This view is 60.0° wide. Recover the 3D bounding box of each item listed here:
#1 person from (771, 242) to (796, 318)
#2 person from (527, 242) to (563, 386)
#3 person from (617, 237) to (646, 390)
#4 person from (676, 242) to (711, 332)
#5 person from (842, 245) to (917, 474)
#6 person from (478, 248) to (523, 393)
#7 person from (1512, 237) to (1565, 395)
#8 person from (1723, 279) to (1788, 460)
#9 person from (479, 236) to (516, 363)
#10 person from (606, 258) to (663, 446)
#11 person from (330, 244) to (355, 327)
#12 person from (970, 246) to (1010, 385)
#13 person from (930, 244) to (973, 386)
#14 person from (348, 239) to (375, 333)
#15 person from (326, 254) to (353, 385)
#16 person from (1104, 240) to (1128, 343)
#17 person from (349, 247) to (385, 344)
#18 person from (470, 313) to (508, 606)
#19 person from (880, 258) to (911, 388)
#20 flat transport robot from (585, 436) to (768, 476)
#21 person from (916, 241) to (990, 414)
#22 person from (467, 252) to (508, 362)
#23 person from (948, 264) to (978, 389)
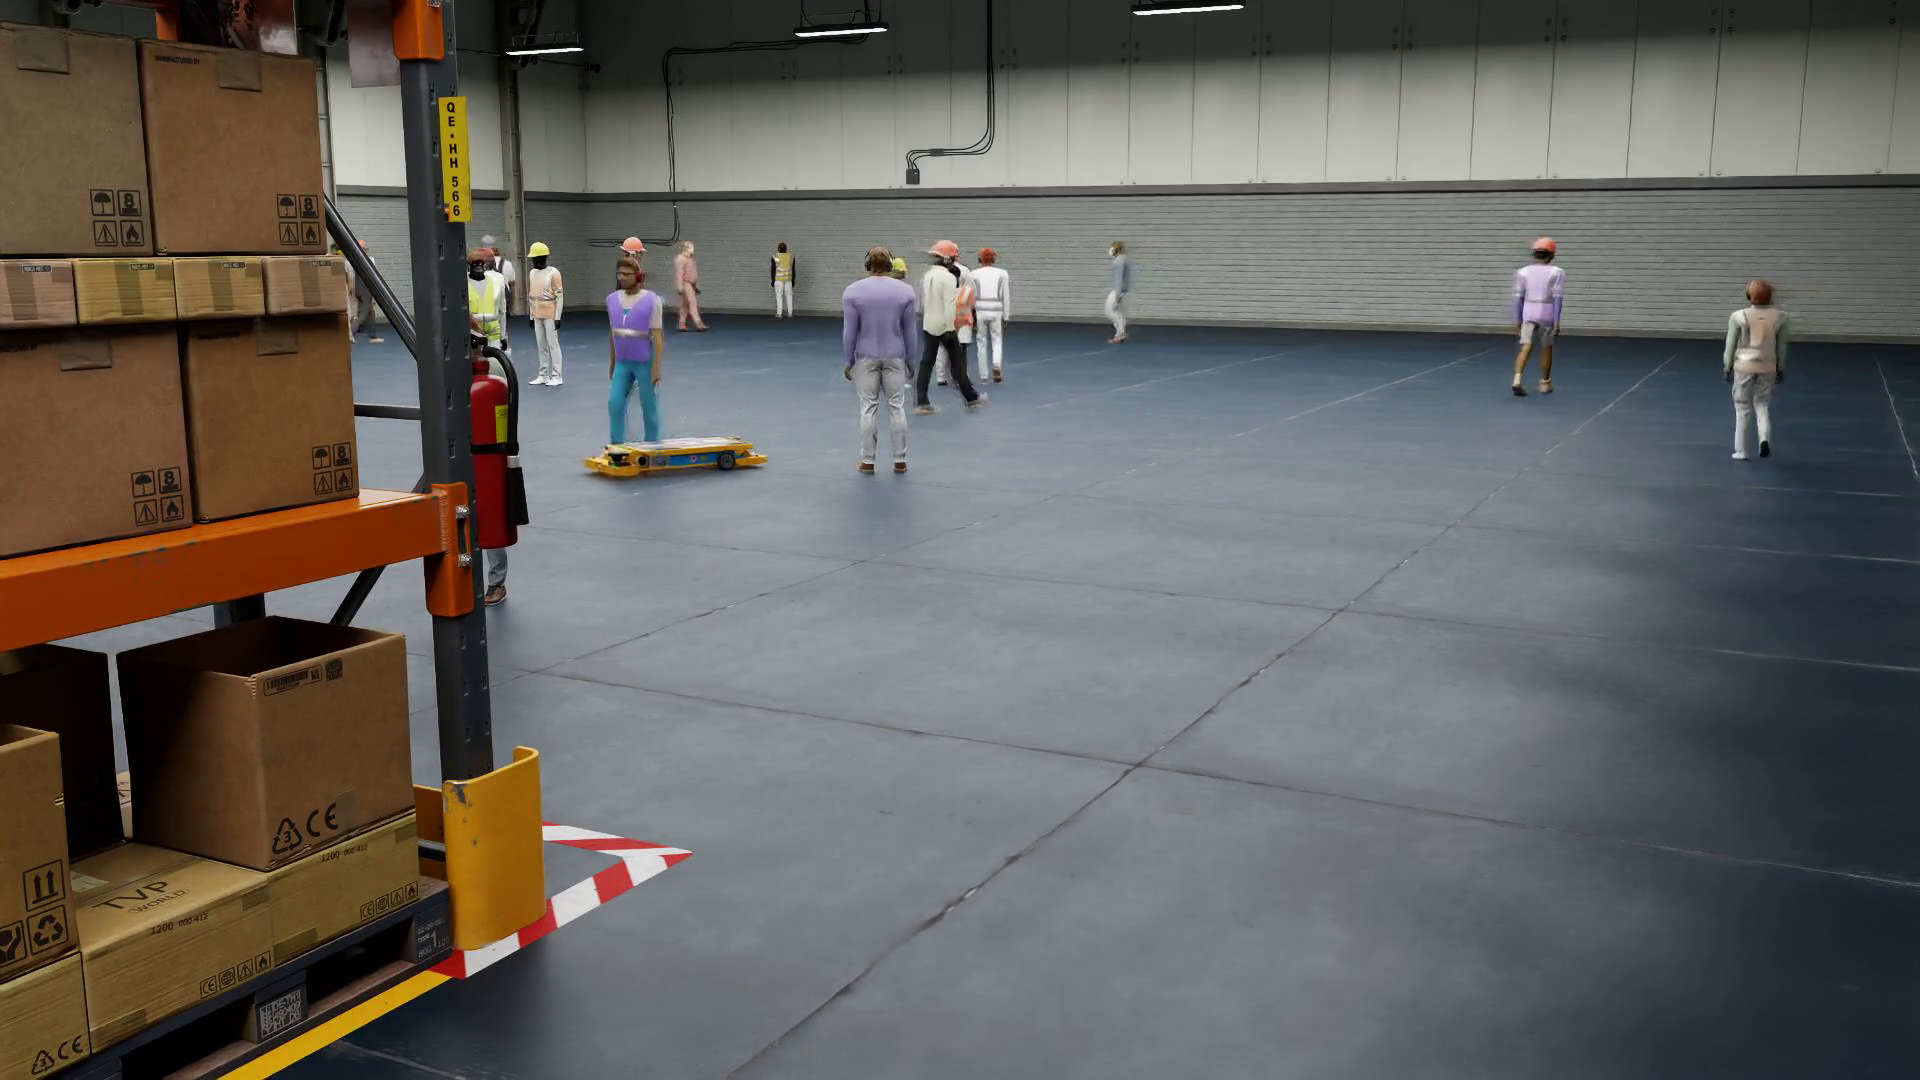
[{"bbox_3d":[-4.365,-6.402,40.999,0.634,1.841,0.429,-5,11,-23],"label":"person"},{"bbox_3d":[-5.599,-3.032,22.392,0.594,1.922,0.376,7,13,35],"label":"person"},{"bbox_3d":[-4.291,-2.966,21.843,0.397,1.992,0.621,-6,12,-31],"label":"person"},{"bbox_3d":[-5.554,-5.285,34.798,0.878,1.872,0.673,2,11,11],"label":"person"},{"bbox_3d":[-0.679,-1.523,14.127,0.633,1.938,0.356,-2,11,-10],"label":"person"},{"bbox_3d":[-5.853,-2.723,20.880,0.618,1.853,0.831,4,11,20],"label":"person"},{"bbox_3d":[7.312,-2.828,21.080,0.621,2.006,1.012,8,13,38],"label":"person"},{"bbox_3d":[7.119,-1.518,14.926,0.534,1.626,0.364,1,10,6],"label":"person"},{"bbox_3d":[-7.160,-3.595,25.145,0.957,2.000,0.702,9,14,42],"label":"person"},{"bbox_3d":[-2.852,-1.488,14.236,0.597,1.820,0.762,5,11,23],"label":"person"},{"bbox_3d":[-13.003,-5.286,34.926,0.526,1.844,0.666,5,11,25],"label":"person"},{"bbox_3d":[0.372,-3.005,22.385,0.593,1.872,0.464,-1,10,-5],"label":"person"},{"bbox_3d":[-0.103,-3.024,22.397,0.637,1.911,0.403,4,11,23],"label":"person"},{"bbox_3d":[-12.415,-5.268,34.551,0.545,1.938,0.361,-8,13,-36],"label":"person"},{"bbox_3d":[-8.375,-2.904,22.133,0.523,1.769,0.309,-2,11,-13],"label":"person"},{"bbox_3d":[2.908,-4.619,31.051,0.448,1.919,0.649,1,10,6],"label":"person"},{"bbox_3d":[-11.159,-4.552,31.012,0.521,1.820,0.853,7,13,35],"label":"person"},{"bbox_3d":[-2.698,-0.452,9.121,0.507,1.631,0.266,3,11,18],"label":"person"},{"bbox_3d":[-0.846,-2.850,21.959,0.616,1.712,0.515,2,11,9],"label":"person"},{"bbox_3d":[-2.452,-0.740,14.408,1.431,0.197,0.652,-7,12,-33],"label":"flat transport robot"},{"bbox_3d":[-0.115,-2.427,19.013,0.981,1.946,0.652,-7,13,-34],"label":"person"},{"bbox_3d":[-5.245,-2.214,18.162,0.623,1.845,0.430,-6,12,-31],"label":"person"},{"bbox_3d":[-0.032,-2.865,22.245,0.527,1.644,0.732,2,11,9],"label":"person"}]
